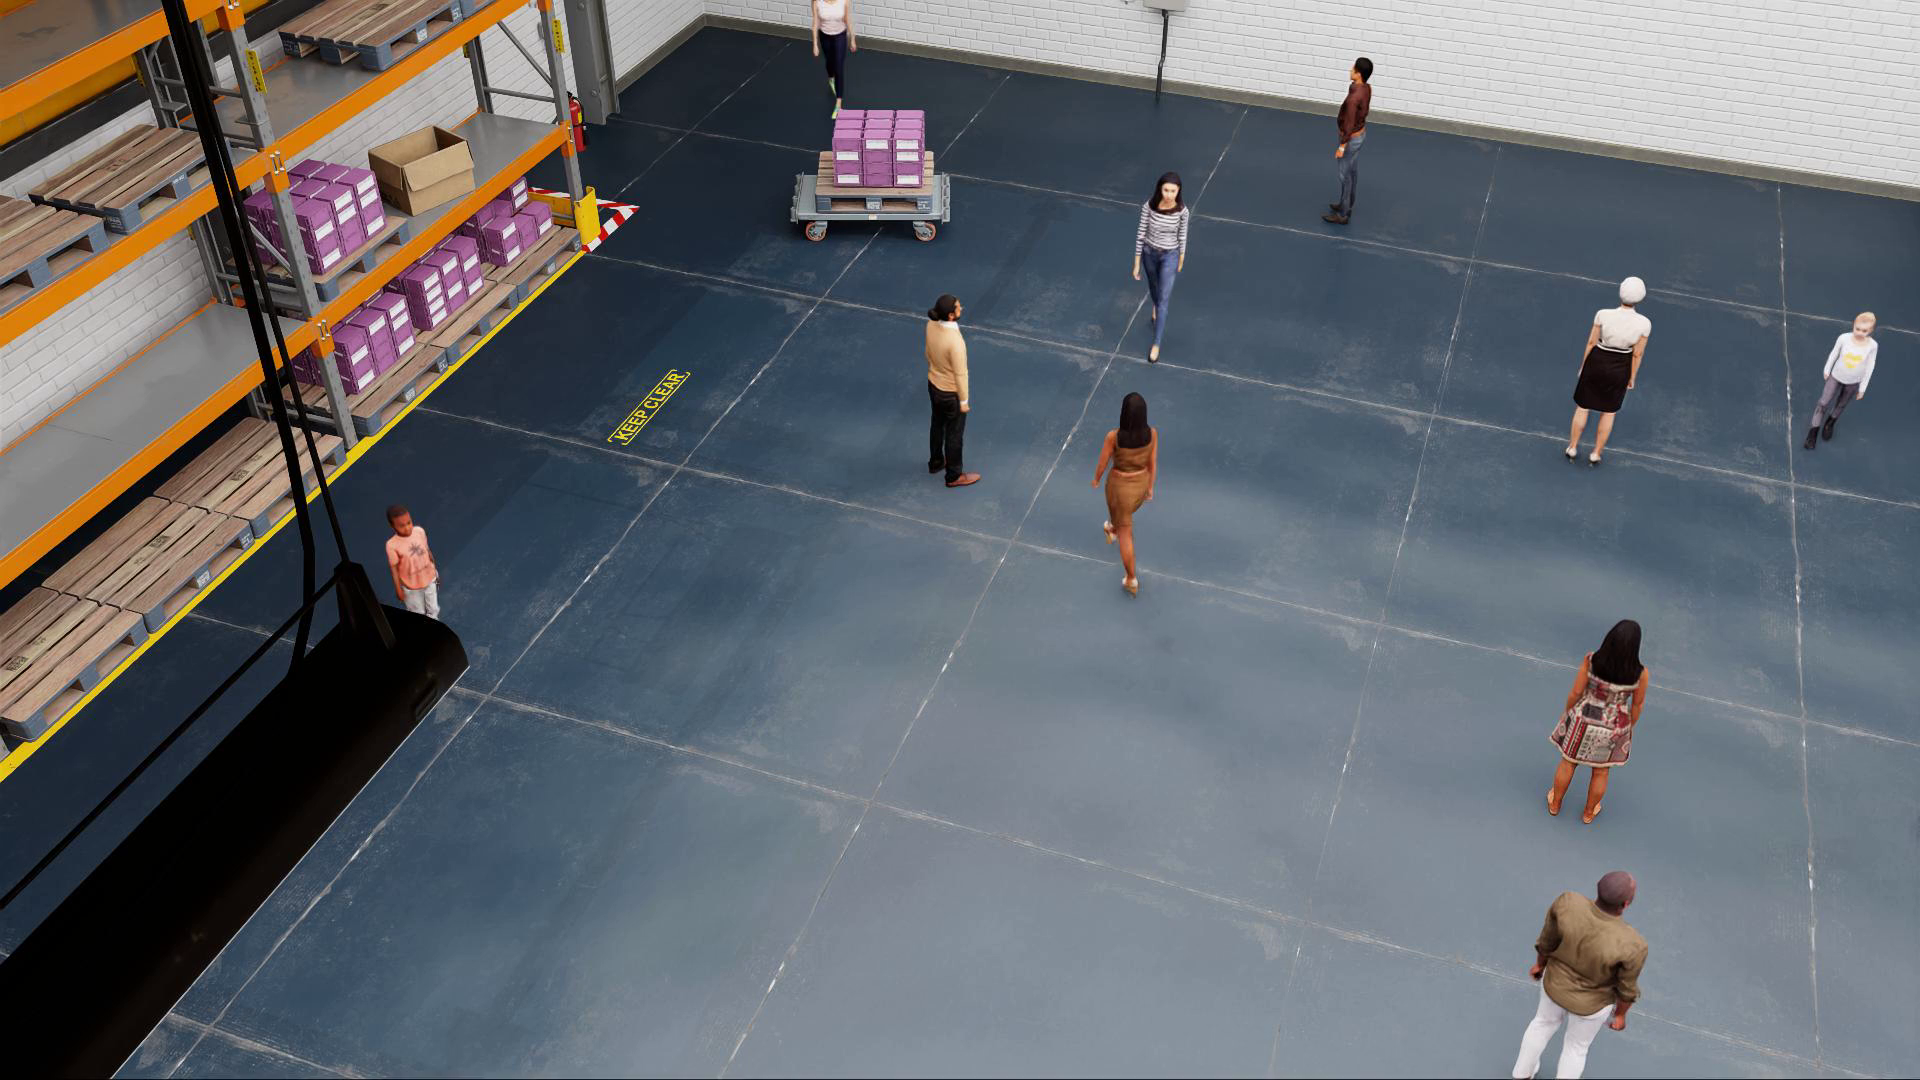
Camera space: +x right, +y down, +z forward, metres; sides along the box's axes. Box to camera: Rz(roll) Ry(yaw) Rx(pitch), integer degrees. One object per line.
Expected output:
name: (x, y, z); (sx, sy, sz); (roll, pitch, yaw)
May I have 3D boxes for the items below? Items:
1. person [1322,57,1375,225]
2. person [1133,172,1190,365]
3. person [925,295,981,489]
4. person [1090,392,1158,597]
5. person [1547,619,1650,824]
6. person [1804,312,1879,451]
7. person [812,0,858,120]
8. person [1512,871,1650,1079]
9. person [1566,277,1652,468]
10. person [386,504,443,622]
person: (4.061, -4.140, 17.222); (0.739, 1.782, 0.512); (19, 42, 22)
person: (1.841, -2.590, 15.321); (0.696, 1.732, 1.204); (8, 39, 9)
person: (-0.100, -1.233, 13.604); (0.788, 1.755, 0.757); (-22, 44, -25)
person: (1.282, -0.309, 12.533); (0.974, 1.647, 1.112); (-11, 40, -13)
person: (4.100, 1.162, 10.694); (0.651, 1.644, 0.521); (14, 41, 17)
person: (7.592, -1.418, 14.234); (0.545, 1.257, 0.785); (16, 41, 19)
person: (-1.476, -5.866, 19.489); (0.967, 1.650, 1.291); (-5, 39, -6)
person: (3.328, 2.425, 8.966); (0.751, 1.825, 0.802); (-31, 48, -33)
person: (5.358, -1.378, 13.787); (0.586, 1.751, 0.510); (12, 40, 15)
person: (-3.988, 0.254, 12.106); (0.668, 1.300, 0.662); (31, 48, 33)
